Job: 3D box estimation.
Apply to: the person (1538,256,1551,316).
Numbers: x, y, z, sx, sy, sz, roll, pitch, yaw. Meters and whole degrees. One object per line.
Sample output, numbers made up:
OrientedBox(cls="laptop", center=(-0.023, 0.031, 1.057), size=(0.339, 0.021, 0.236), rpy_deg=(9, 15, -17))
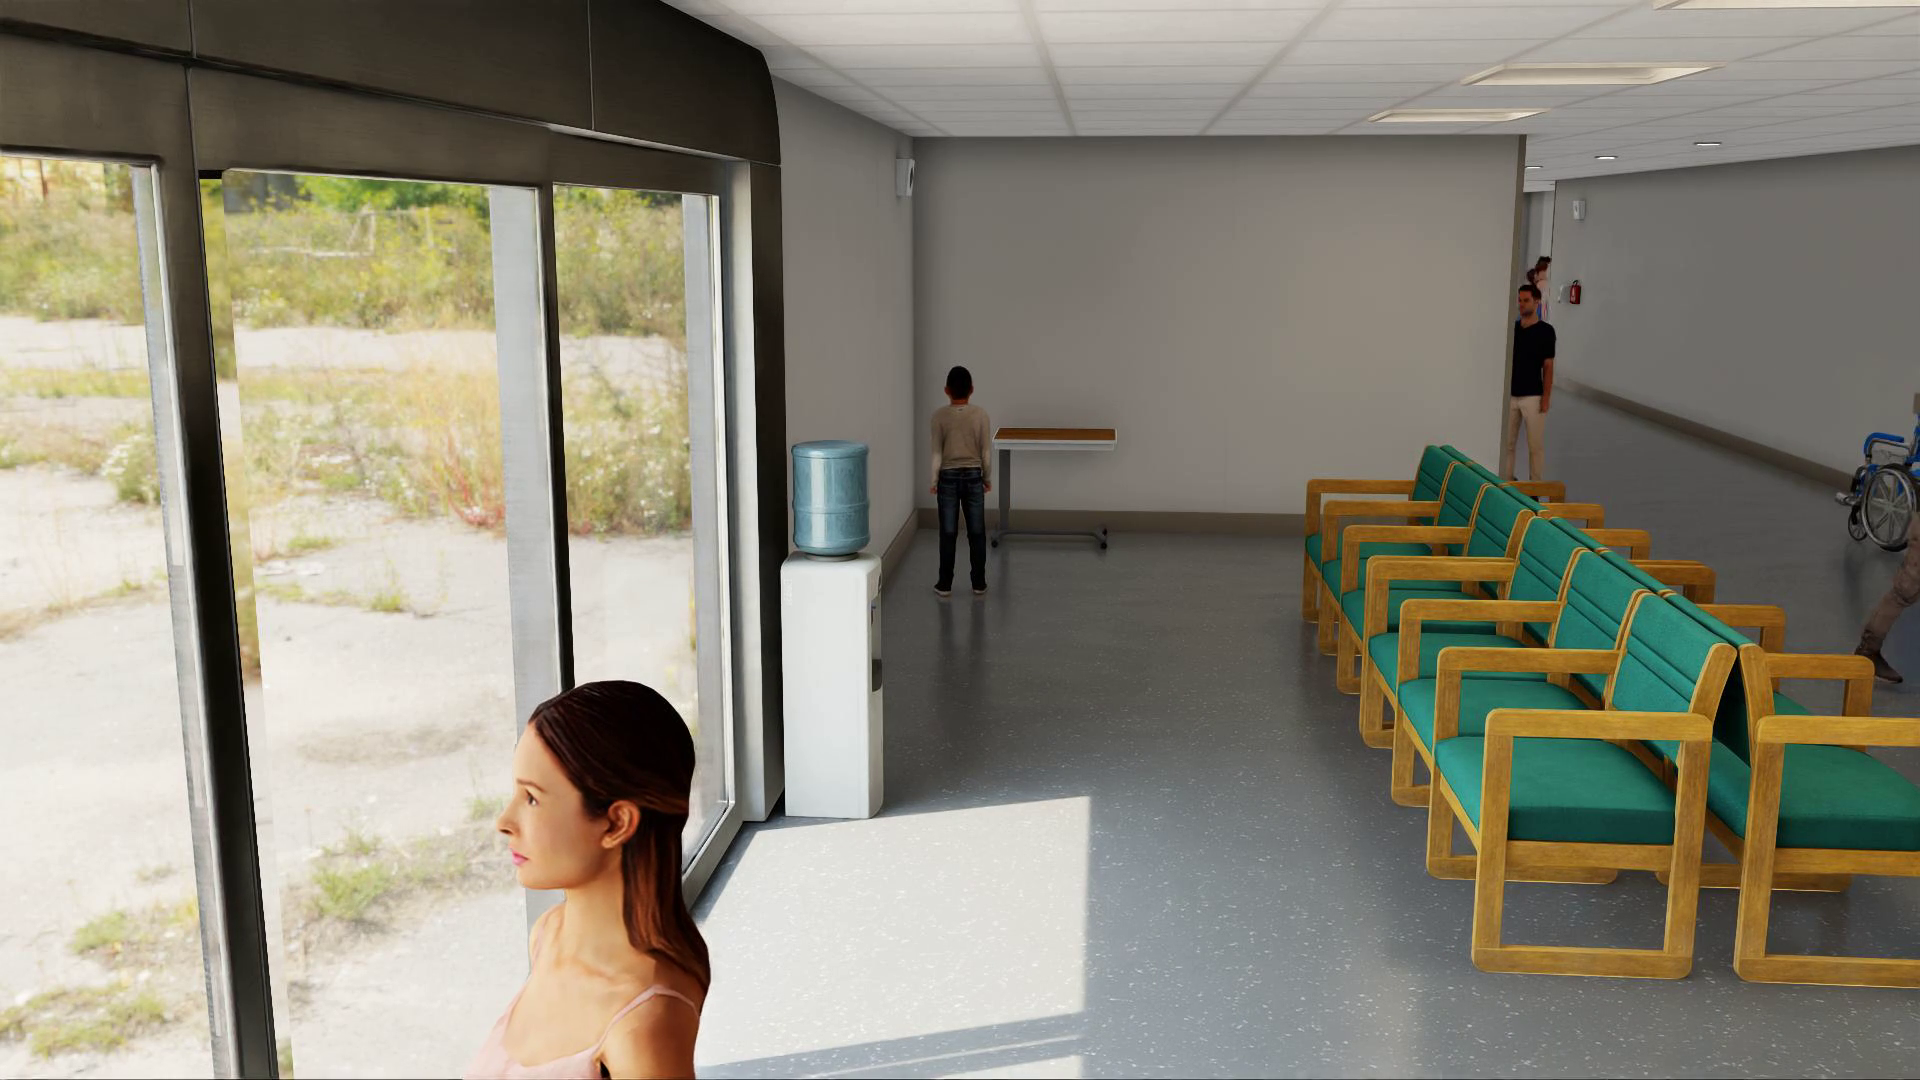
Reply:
OrientedBox(cls="person", center=(10.794, -4.393, 31.085), size=(1.162, 1.725, 0.704), rpy_deg=(2, 11, 11))

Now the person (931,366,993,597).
OrientedBox(cls="person", center=(0.004, -0.376, 10.608), size=(0.518, 1.466, 0.649), rpy_deg=(-1, 11, -8))

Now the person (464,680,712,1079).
OrientedBox(cls="person", center=(-0.407, 1.061, 2.054), size=(0.693, 1.832, 0.667), rpy_deg=(-7, 13, -31))

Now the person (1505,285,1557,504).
OrientedBox(cls="person", center=(4.734, -1.209, 13.946), size=(0.672, 1.859, 0.758), rpy_deg=(10, 15, 43))
